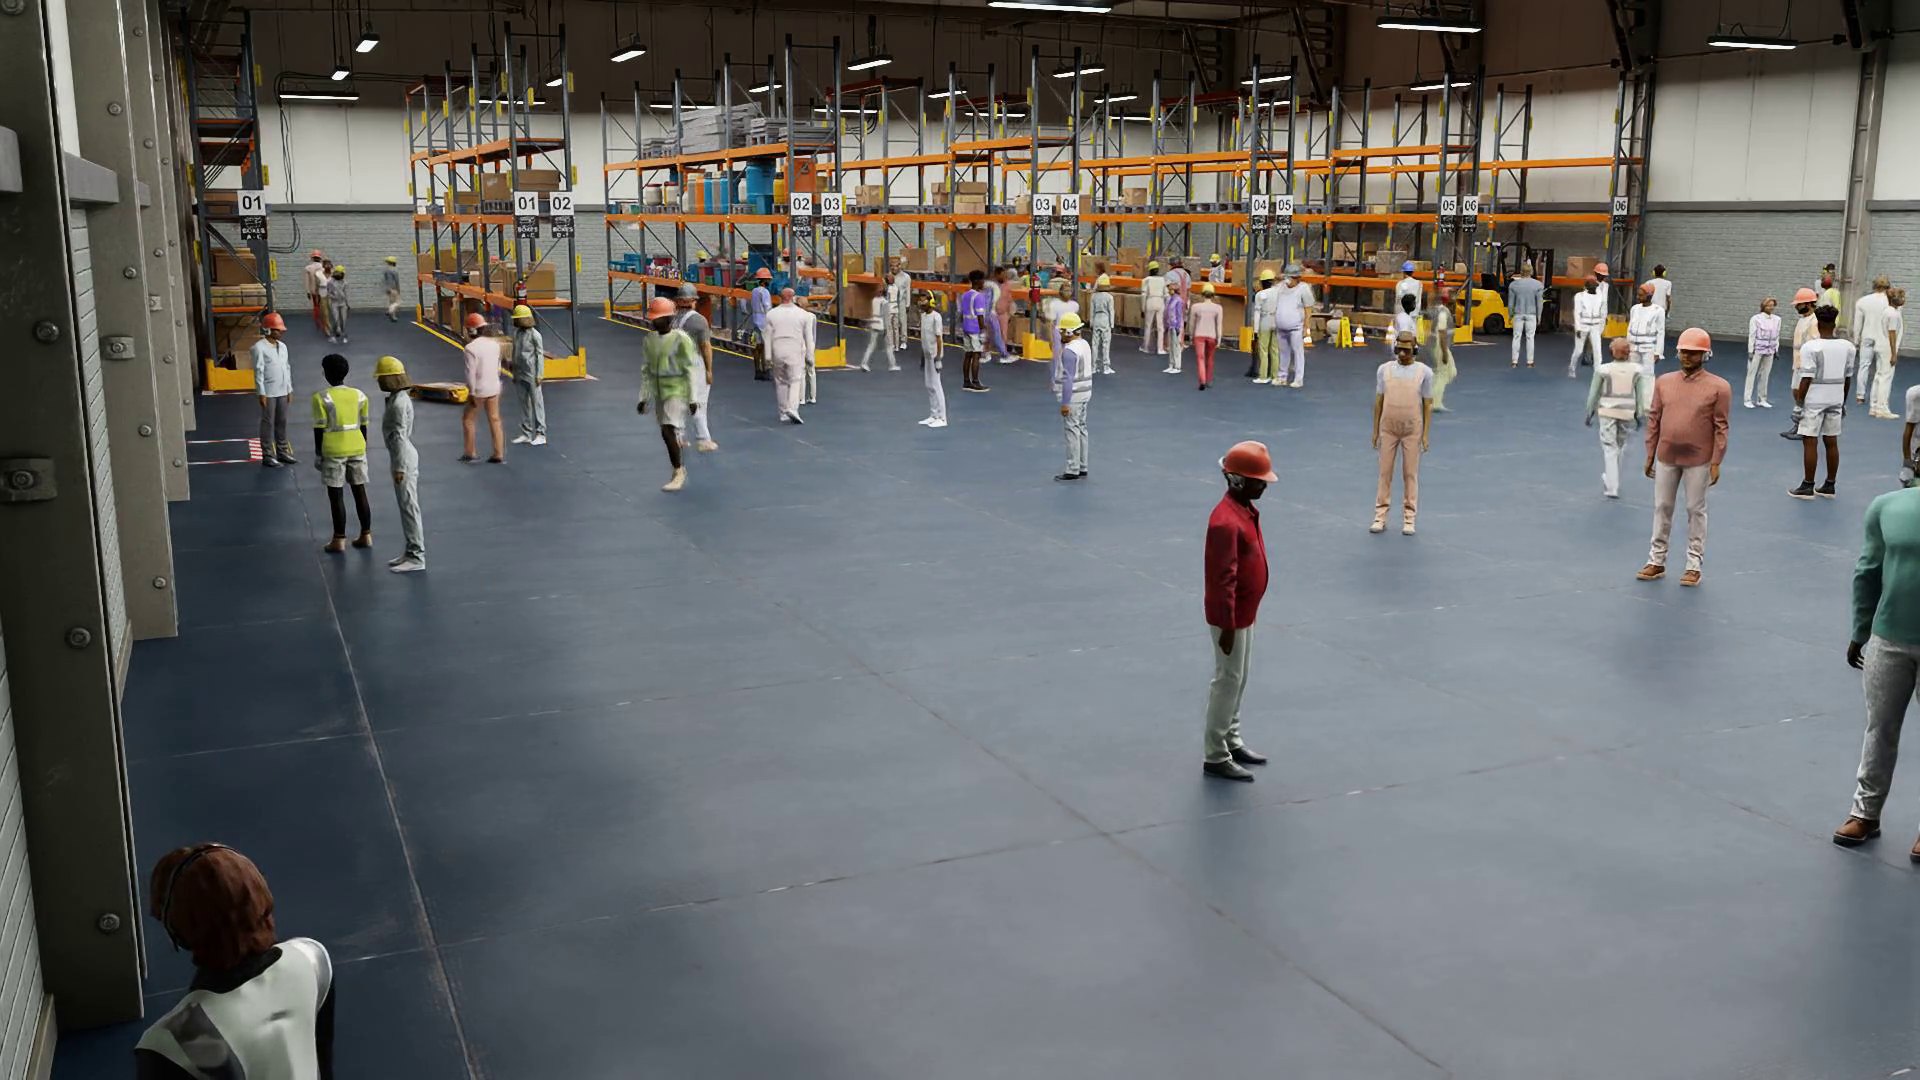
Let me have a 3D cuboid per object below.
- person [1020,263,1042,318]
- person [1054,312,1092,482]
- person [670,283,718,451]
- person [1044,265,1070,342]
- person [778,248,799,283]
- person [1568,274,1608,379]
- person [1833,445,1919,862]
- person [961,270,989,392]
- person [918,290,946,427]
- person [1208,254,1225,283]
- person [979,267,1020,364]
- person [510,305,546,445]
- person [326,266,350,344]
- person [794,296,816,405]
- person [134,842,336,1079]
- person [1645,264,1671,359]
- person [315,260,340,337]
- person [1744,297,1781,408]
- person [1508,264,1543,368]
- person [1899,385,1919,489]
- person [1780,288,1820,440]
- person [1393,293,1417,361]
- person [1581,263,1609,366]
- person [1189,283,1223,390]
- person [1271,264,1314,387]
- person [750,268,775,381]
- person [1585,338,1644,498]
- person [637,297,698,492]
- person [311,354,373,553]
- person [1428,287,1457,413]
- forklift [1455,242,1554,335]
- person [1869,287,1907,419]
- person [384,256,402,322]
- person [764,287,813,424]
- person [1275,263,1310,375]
[{"bbox_3d":[1.699,-5.834,40.097,0.539,1.673,0.356,0,11,2],"label":"person"},{"bbox_3d":[1.211,-1.538,17.910,0.403,1.824,0.598,4,12,22],"label":"person"},{"bbox_3d":[-3.270,-2.107,20.238,0.684,2.000,0.538,5,12,25],"label":"person"},{"bbox_3d":[2.122,-5.200,36.760,0.563,1.721,0.720,-2,11,-12],"label":"person"},{"bbox_3d":[-4.364,-6.357,41.977,0.609,1.986,0.391,-2,11,-9],"label":"person"},{"bbox_3d":[10.753,-3.617,28.416,0.565,1.840,0.867,1,11,5],"label":"person"},{"bbox_3d":[4.293,0.467,7.419,0.371,1.941,0.627,-10,15,-43],"label":"person"},{"bbox_3d":[0.238,-3.387,26.931,0.362,1.963,0.614,-6,13,-28],"label":"person"},{"bbox_3d":[-0.383,-2.446,22.474,0.362,1.849,0.533,-5,12,-24],"label":"person"},{"bbox_3d":[6.641,-6.502,43.148,0.404,1.824,0.597,-5,12,-23],"label":"person"},{"bbox_3d":[0.667,-4.314,31.956,0.983,1.854,0.595,3,12,16],"label":"person"},{"bbox_3d":[-5.404,-2.056,20.742,0.490,1.741,0.323,7,13,33],"label":"person"},{"bbox_3d":[-13.780,-5.208,36.836,0.409,1.710,0.590,8,14,37],"label":"person"},{"bbox_3d":[-2.361,-2.845,25.006,0.310,1.642,0.514,10,15,41],"label":"person"},{"bbox_3d":[-1.447,1.406,3.417,0.314,1.636,0.515,3,12,16],"label":"person"},{"bbox_3d":[13.747,-4.503,32.850,0.513,1.871,0.329,5,12,22],"label":"person"},{"bbox_3d":[-14.669,-5.603,38.649,0.590,1.791,0.985,-5,12,-23],"label":"person"},{"bbox_3d":[11.893,-2.771,24.633,0.515,1.641,0.314,-2,11,-12],"label":"person"},{"bbox_3d":[10.527,-4.172,31.001,0.630,1.938,0.373,5,12,24],"label":"person"},{"bbox_3d":[7.514,-0.576,12.891,0.518,1.874,0.330,-3,12,-17],"label":"person"},{"bbox_3d":[10.735,-2.235,21.199,0.386,1.924,0.548,1,11,5],"label":"person"},{"bbox_3d":[6.653,-2.831,24.824,0.348,1.683,0.543,4,12,20],"label":"person"},{"bbox_3d":[12.053,-4.266,31.494,0.543,1.929,0.372,-5,12,-23],"label":"person"},{"bbox_3d":[4.027,-3.326,27.223,0.521,1.733,0.828,0,11,2],"label":"person"},{"bbox_3d":[5.472,-3.553,27.585,0.535,2.000,0.686,-9,14,-39],"label":"person"},{"bbox_3d":[-3.375,-3.706,28.624,0.364,1.939,0.542,-8,14,-34],"label":"person"},{"bbox_3d":[6.678,-1.267,17.057,0.534,1.601,0.816,0,11,1],"label":"person"},{"bbox_3d":[-3.034,-1.477,17.079,0.637,2.021,0.582,8,14,35],"label":"person"},{"bbox_3d":[-5.270,-0.742,14.202,0.323,1.688,0.530,7,13,33],"label":"person"},{"bbox_3d":[6.990,-2.744,24.021,0.458,1.822,0.595,3,12,15],"label":"person"},{"bbox_3d":[13.047,-6.049,39.881,2.313,2.155,1.214,-5,12,-23],"label":"forklift"},{"bbox_3d":[13.086,-2.613,23.347,0.430,1.844,0.534,3,11,13],"label":"person"},{"bbox_3d":[-14.962,-6.596,43.799,0.532,1.748,0.449,7,13,31],"label":"person"},{"bbox_3d":[-2.365,-2.525,22.845,0.660,1.868,0.771,0,11,2],"label":"person"},{"bbox_3d":[5.835,-3.881,29.256,0.694,2.000,0.715,0,11,-1],"label":"person"}]
